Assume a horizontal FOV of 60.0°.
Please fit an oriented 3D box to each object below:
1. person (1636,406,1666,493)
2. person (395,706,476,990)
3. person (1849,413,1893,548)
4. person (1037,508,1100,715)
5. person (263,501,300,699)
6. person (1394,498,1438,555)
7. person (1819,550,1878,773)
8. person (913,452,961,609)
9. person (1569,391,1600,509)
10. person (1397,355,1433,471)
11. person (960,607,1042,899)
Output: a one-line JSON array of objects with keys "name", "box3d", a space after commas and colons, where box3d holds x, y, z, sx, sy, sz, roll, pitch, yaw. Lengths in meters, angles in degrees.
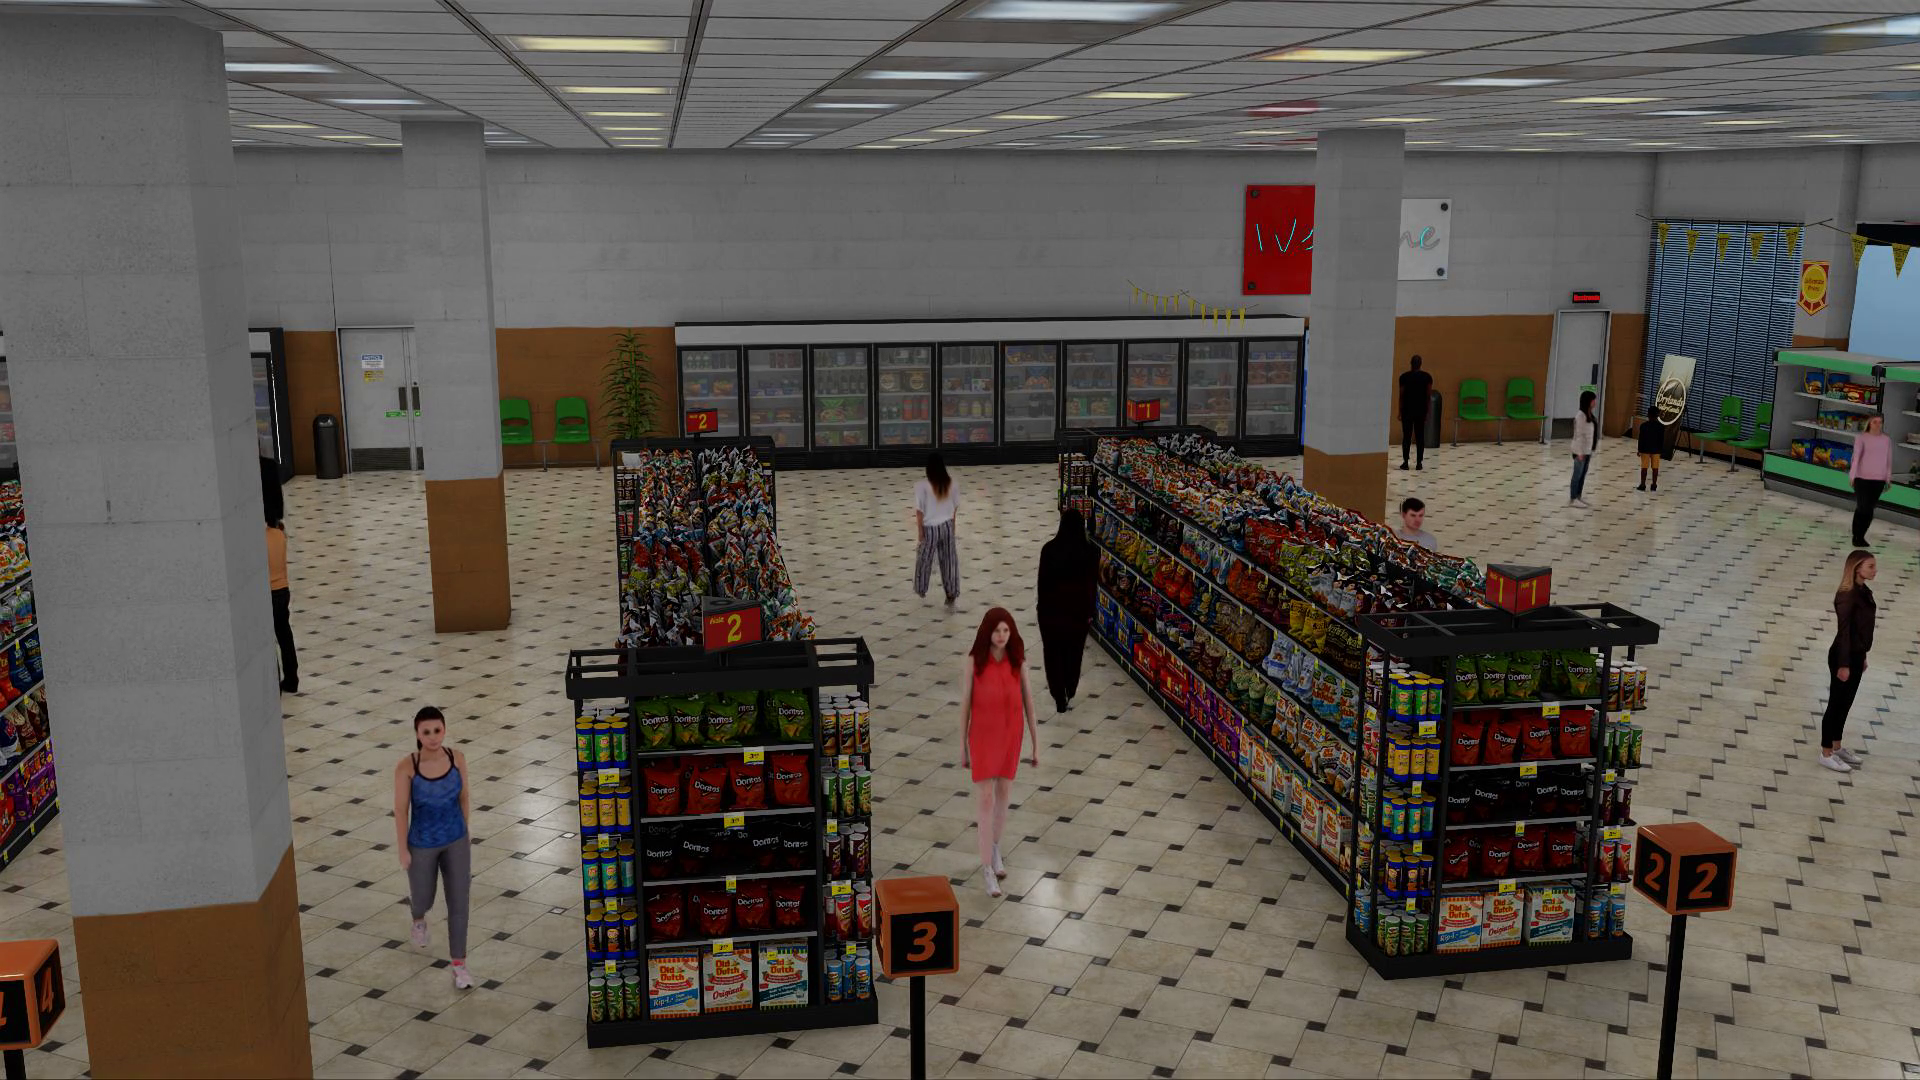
[{"name": "person", "box3d": [10.165, -1.347, 24.471, 0.571, 1.272, 0.597, 1, 12, 7]}, {"name": "person", "box3d": [-2.946, 1.683, 9.315, 0.802, 1.588, 1.052, -7, 14, -31]}, {"name": "person", "box3d": [11.275, -0.755, 20.679, 0.652, 1.677, 0.656, 0, 12, 2]}, {"name": "person", "box3d": [0.893, 0.629, 13.979, 0.744, 1.728, 1.062, -1, 12, -3]}, {"name": "person", "box3d": [-6.027, 0.511, 14.481, 0.805, 1.753, 0.668, 3, 12, 15]}, {"name": "person", "box3d": [3.786, 0.545, 14.092, 0.632, 1.848, 0.537, -1, 12, -7]}, {"name": "person", "box3d": [6.798, 0.902, 12.740, 0.676, 1.705, 0.690, -11, 16, -43]}, {"name": "person", "box3d": [-0.203, -0.076, 17.565, 0.789, 1.631, 1.180, -4, 13, -18]}, {"name": "person", "box3d": [8.693, -1.273, 23.241, 0.757, 1.636, 0.695, 8, 14, 32]}, {"name": "person", "box3d": [7.192, -2.024, 26.360, 0.724, 1.819, 0.652, 1, 12, 7]}, {"name": "person", "box3d": [0.215, 1.301, 10.607, 0.673, 1.805, 0.941, -3, 12, -15]}]
